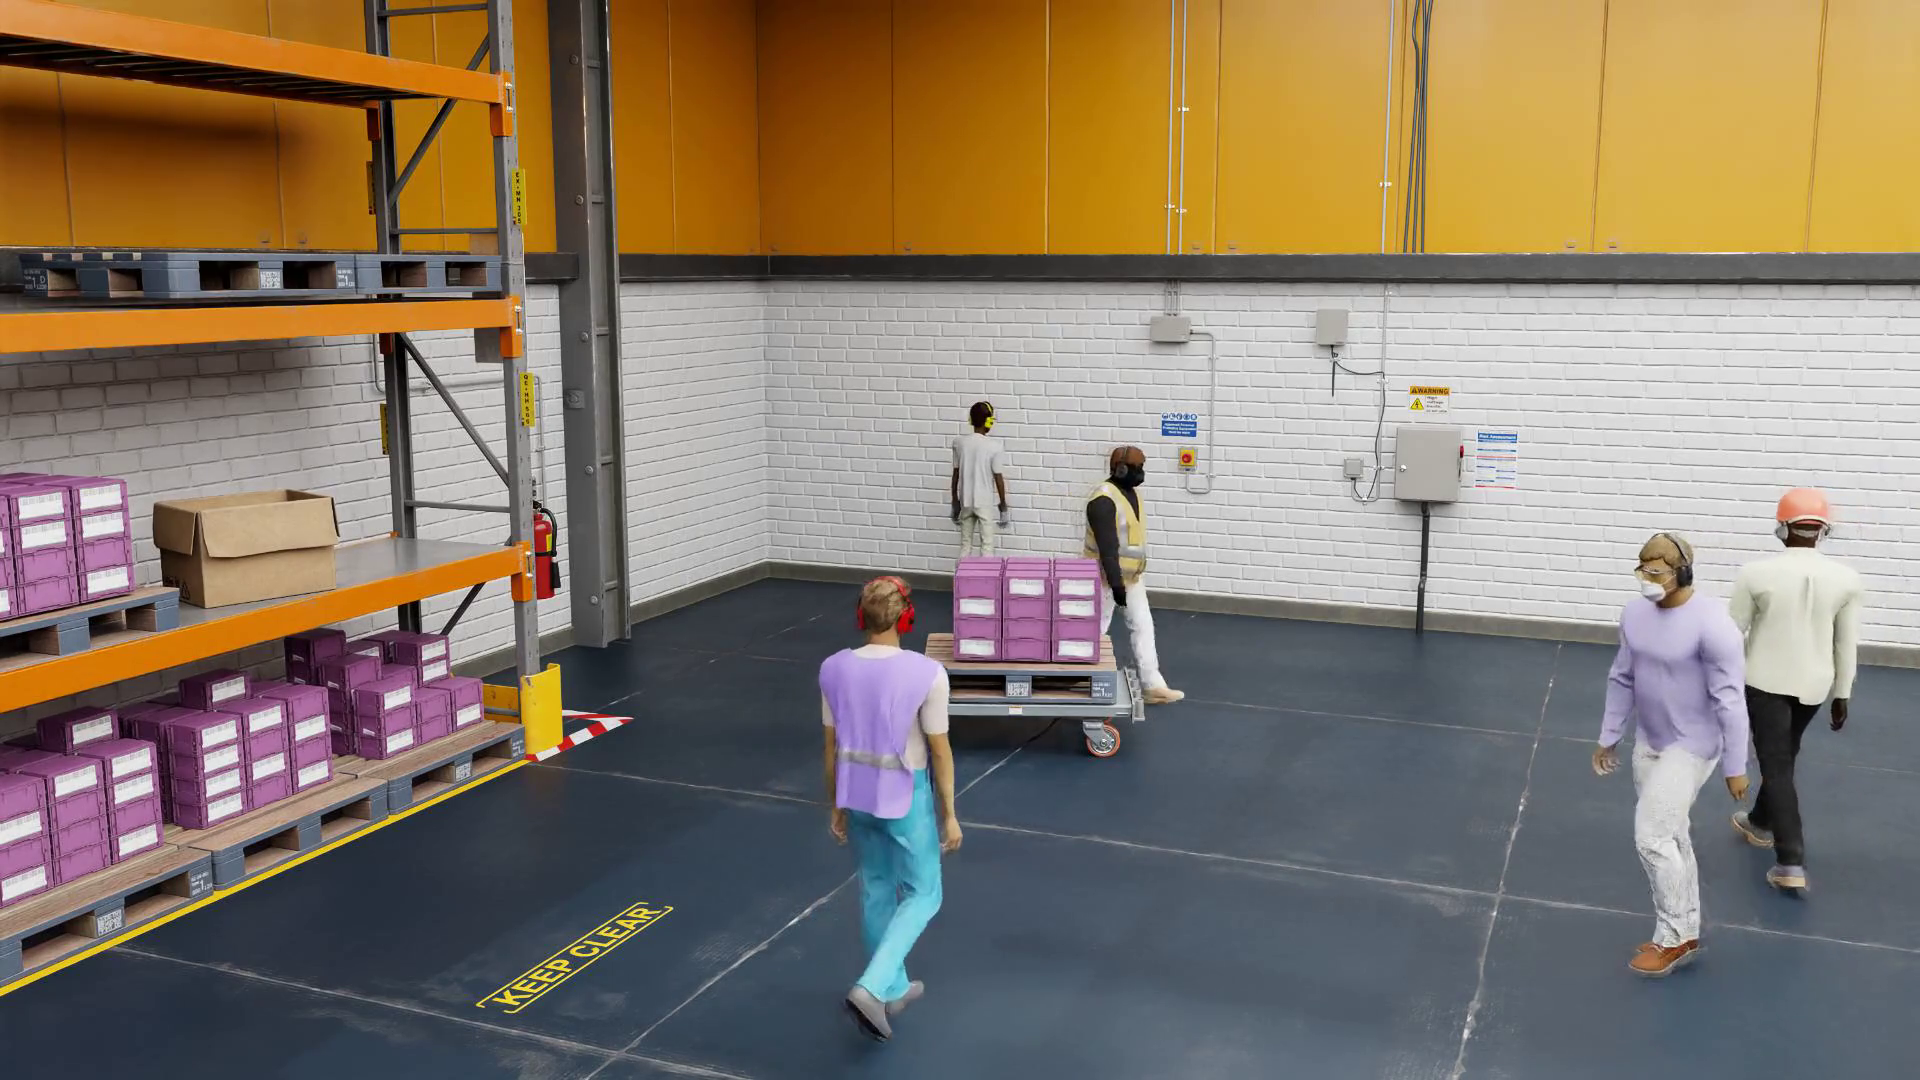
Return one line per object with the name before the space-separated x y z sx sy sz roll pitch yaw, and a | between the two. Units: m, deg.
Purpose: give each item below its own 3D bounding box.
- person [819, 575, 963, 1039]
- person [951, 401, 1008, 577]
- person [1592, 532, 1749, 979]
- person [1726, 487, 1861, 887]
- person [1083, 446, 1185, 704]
person | -0.291 1.052 6.537 0.592 1.832 0.595 5 11 29
person | 0.157 -0.283 14.552 0.533 1.861 0.345 5 11 28
person | 3.011 0.913 7.162 0.614 1.914 0.634 -2 10 -12
person | 4.128 0.706 8.311 0.606 1.951 1.026 0 9 -1
person | 1.157 0.270 11.333 0.840 1.809 0.642 6 11 32
